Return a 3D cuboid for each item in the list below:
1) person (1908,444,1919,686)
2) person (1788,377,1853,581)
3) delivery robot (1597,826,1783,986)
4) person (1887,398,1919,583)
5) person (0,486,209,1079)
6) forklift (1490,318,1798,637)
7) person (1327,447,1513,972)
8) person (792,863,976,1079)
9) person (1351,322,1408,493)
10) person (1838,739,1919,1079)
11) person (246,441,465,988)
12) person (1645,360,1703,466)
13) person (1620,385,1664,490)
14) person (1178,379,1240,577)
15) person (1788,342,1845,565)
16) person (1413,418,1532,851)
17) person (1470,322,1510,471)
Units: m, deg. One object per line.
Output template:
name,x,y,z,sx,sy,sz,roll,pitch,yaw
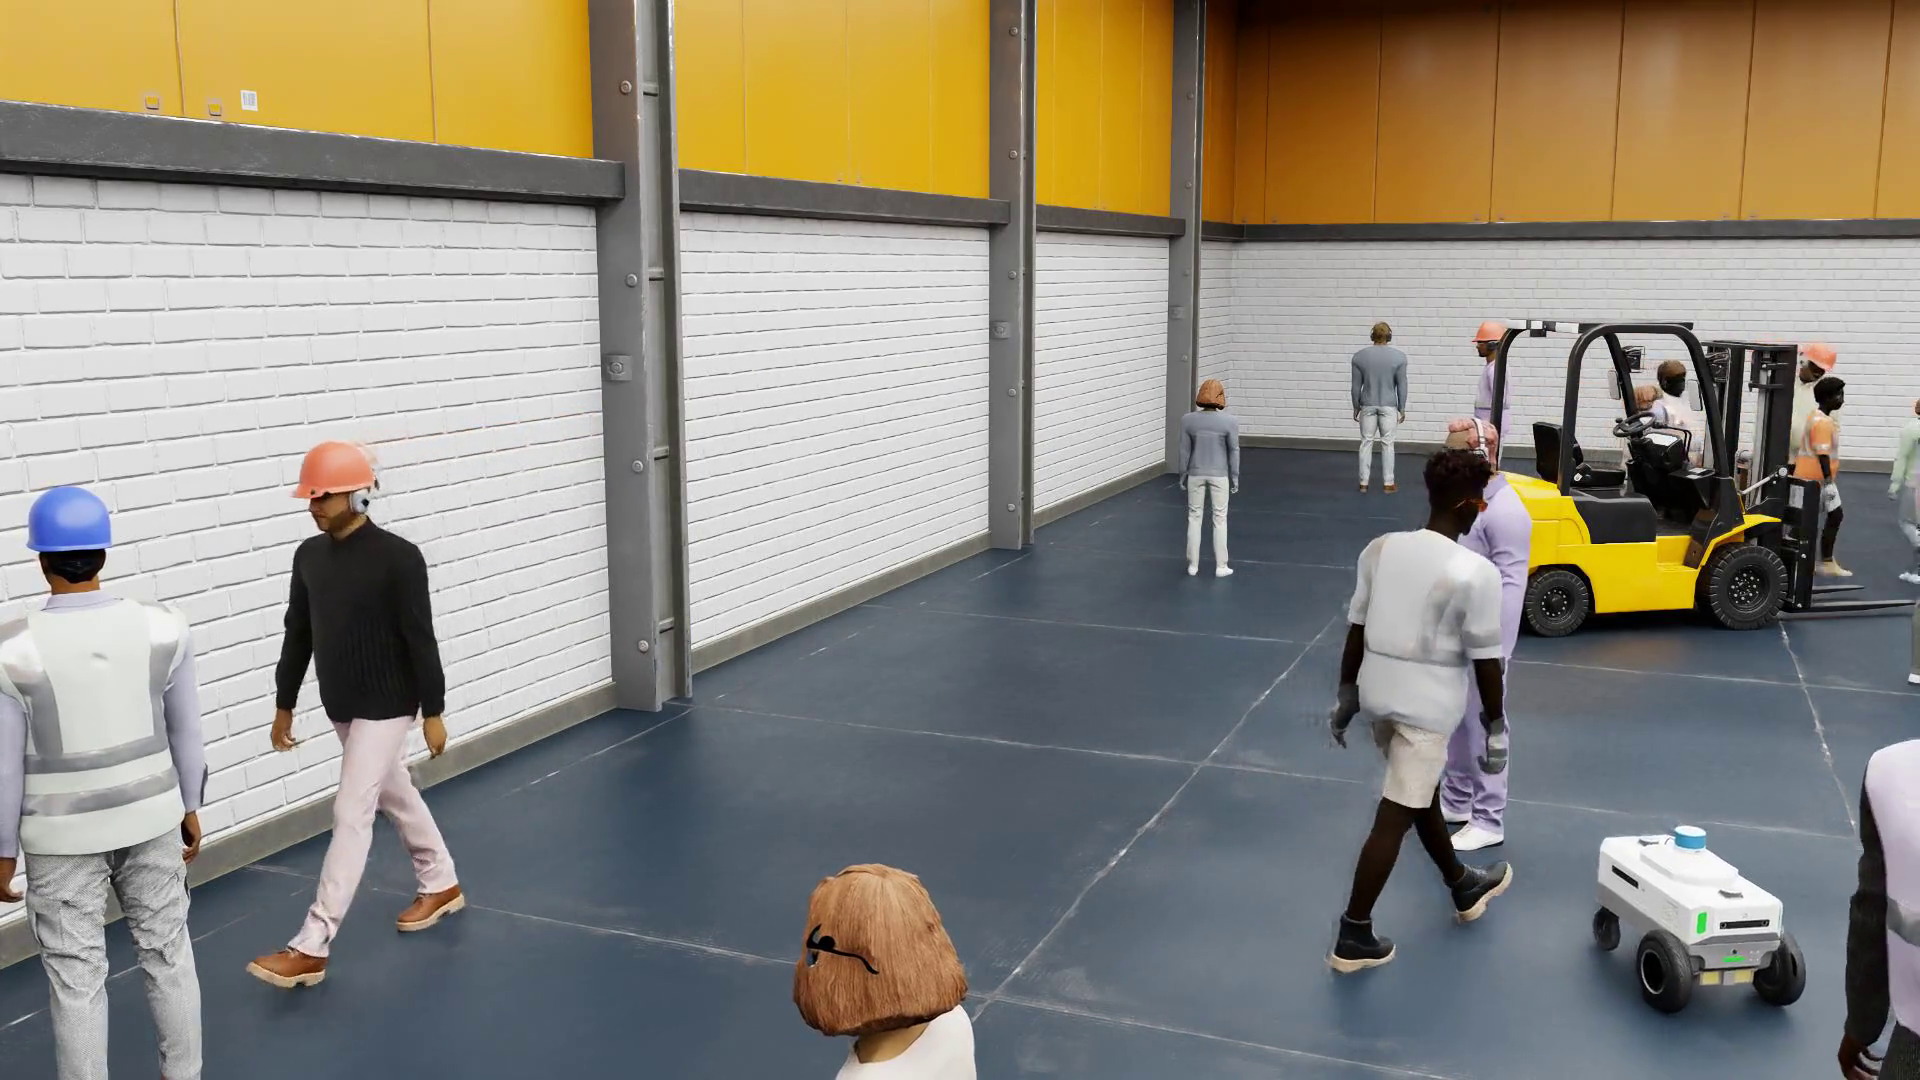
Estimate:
person,6.000,-0.028,9.987,0.381,1.917,0.584,-2,10,-11
person,6.995,-0.474,13.388,0.648,1.669,0.556,5,11,28
delivery robot,2.599,1.270,5.957,0.477,0.478,0.707,-1,10,-8
person,7.717,-0.419,13.265,0.517,1.613,0.596,0,9,-3
person,-2.479,0.814,4.790,0.387,1.948,0.601,9,13,44
forklift,4.706,-0.497,11.990,2.313,2.155,1.214,-2,10,-10
person,1.768,0.607,6.162,1.026,1.902,0.627,-5,11,-28
person,-0.127,1.316,2.701,0.279,1.633,0.500,3,10,20
person,4.727,-1.490,18.778,0.631,1.940,0.372,4,10,23
person,2.078,1.083,3.380,0.616,1.872,0.952,9,13,43
person,-2.247,0.601,6.120,0.650,1.934,1.039,6,11,31
person,5.774,-0.564,13.574,0.638,1.811,0.756,-9,13,-42
person,5.422,-0.449,13.453,0.707,1.609,0.529,0,9,-1
person,2.059,-0.512,13.771,0.507,1.632,0.267,3,10,20
person,6.957,-0.697,13.981,0.439,1.938,0.815,-9,13,-44
person,2.231,0.411,7.357,0.400,1.907,0.644,-1,9,-7
person,4.981,-1.035,15.705,0.391,2.040,0.615,3,10,18
